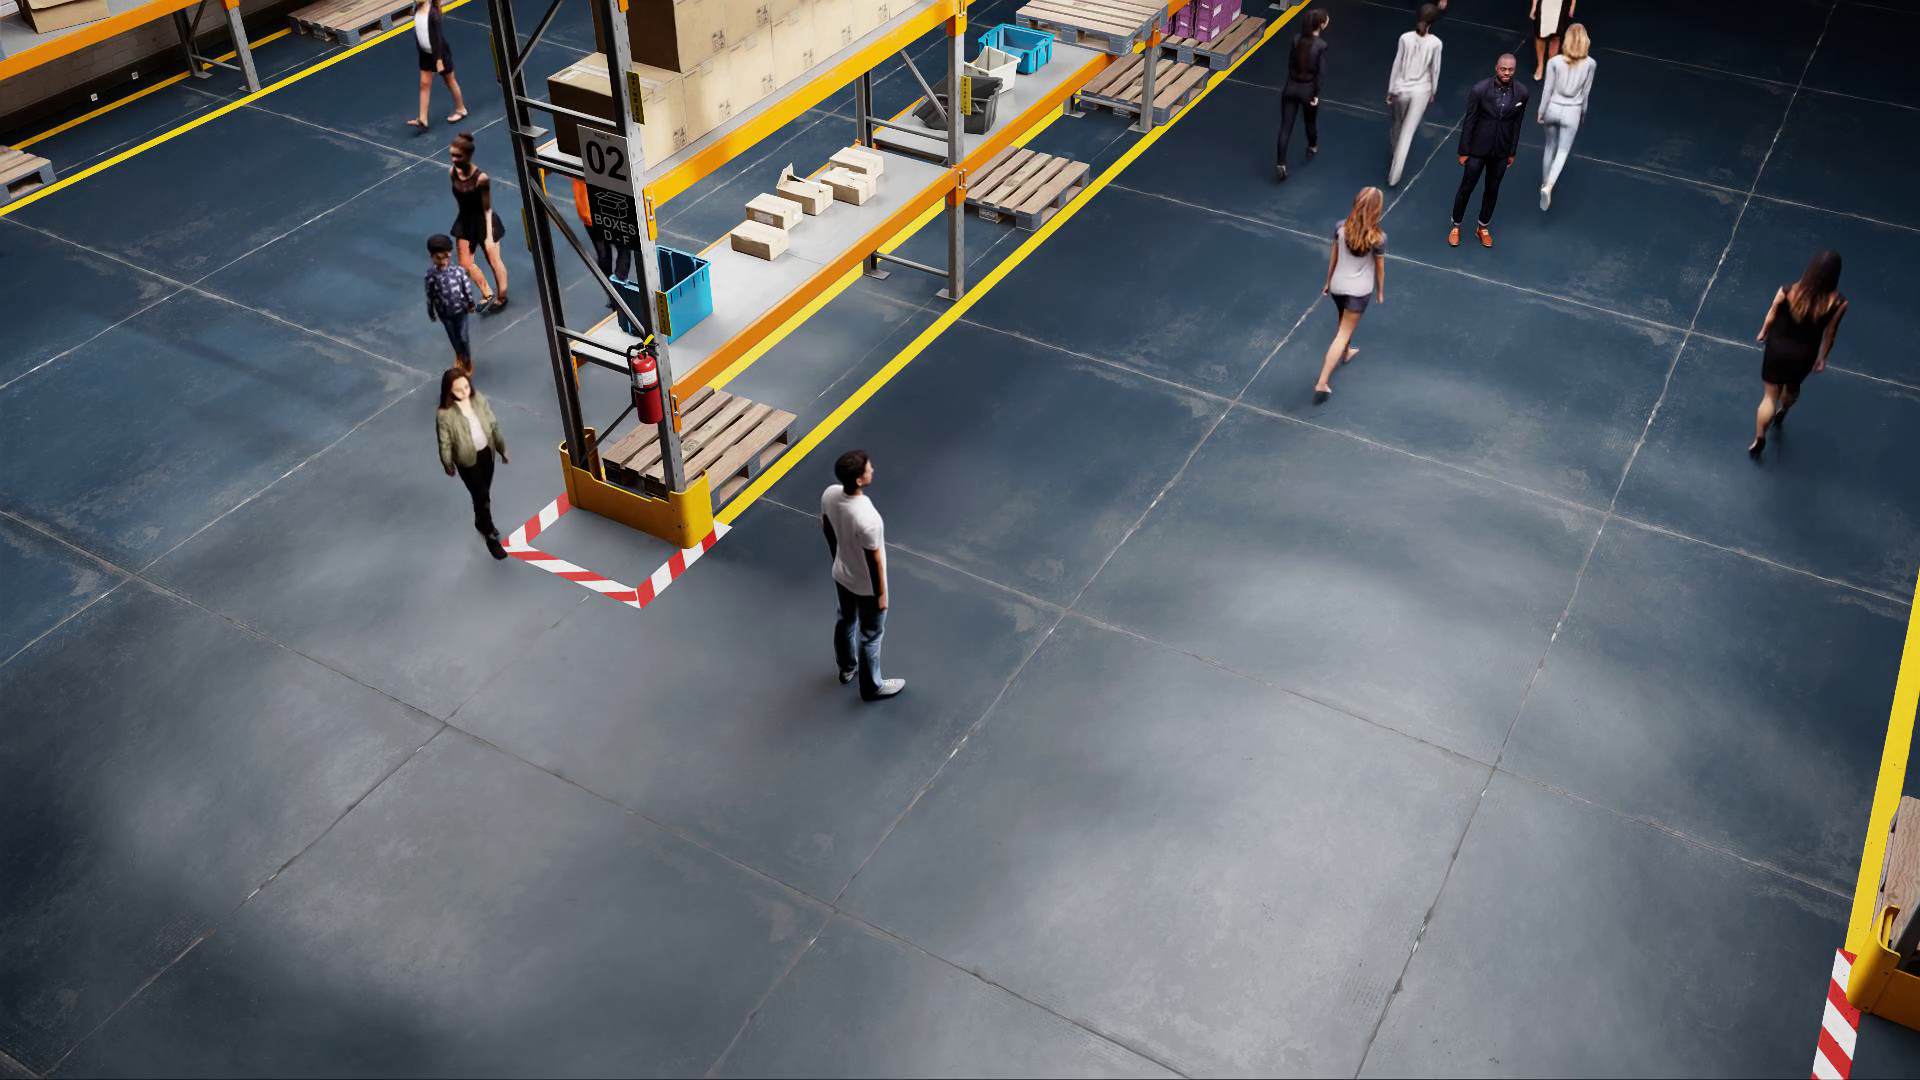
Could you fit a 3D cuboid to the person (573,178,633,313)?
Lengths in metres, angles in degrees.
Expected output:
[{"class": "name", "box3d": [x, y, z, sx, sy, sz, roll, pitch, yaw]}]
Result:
[{"class": "person", "box3d": [-3.063, -2.669, 14.144, 0.729, 1.737, 0.811, 9, 40, 12]}]

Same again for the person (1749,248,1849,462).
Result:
[{"class": "person", "box3d": [6.258, -1.350, 12.532, 0.732, 1.687, 0.935, 12, 40, 15]}]

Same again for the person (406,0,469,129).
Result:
[{"class": "person", "box3d": [-5.407, -5.088, 17.338, 0.579, 1.531, 0.952, 22, 43, 25]}]

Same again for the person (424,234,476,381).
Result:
[{"class": "person", "box3d": [-4.172, -1.961, 13.656, 0.689, 1.239, 0.758, -5, 39, -6]}]

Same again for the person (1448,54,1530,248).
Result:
[{"class": "person", "box3d": [4.832, -3.567, 15.203, 0.787, 1.818, 0.773, 1, 39, 2]}]

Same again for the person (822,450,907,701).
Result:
[{"class": "person", "box3d": [-0.635, 0.212, 10.435, 0.690, 1.864, 0.744, -27, 46, -29]}]

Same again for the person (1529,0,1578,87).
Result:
[{"class": "person", "box3d": [6.455, -5.849, 18.136, 0.693, 1.724, 0.790, 12, 40, 15]}]

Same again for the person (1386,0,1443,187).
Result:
[{"class": "person", "box3d": [4.371, -4.283, 16.170, 0.677, 1.731, 1.102, 14, 41, 17]}]

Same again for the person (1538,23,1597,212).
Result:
[{"class": "person", "box3d": [5.692, -3.962, 15.738, 0.736, 1.769, 1.065, 13, 40, 15]}]

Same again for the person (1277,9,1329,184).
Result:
[{"class": "person", "box3d": [3.299, -4.299, 16.243, 0.659, 1.664, 1.035, 21, 43, 24]}]

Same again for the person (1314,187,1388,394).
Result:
[{"class": "person", "box3d": [3.082, -1.949, 13.281, 0.732, 1.690, 1.135, 28, 46, 30]}]

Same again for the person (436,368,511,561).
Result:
[{"class": "person", "box3d": [-3.486, -0.610, 11.789, 0.703, 1.459, 0.713, 26, 45, 28]}]

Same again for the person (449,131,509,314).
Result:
[{"class": "person", "box3d": [-4.080, -2.740, 14.289, 0.606, 1.667, 0.610, 18, 42, 21]}]
